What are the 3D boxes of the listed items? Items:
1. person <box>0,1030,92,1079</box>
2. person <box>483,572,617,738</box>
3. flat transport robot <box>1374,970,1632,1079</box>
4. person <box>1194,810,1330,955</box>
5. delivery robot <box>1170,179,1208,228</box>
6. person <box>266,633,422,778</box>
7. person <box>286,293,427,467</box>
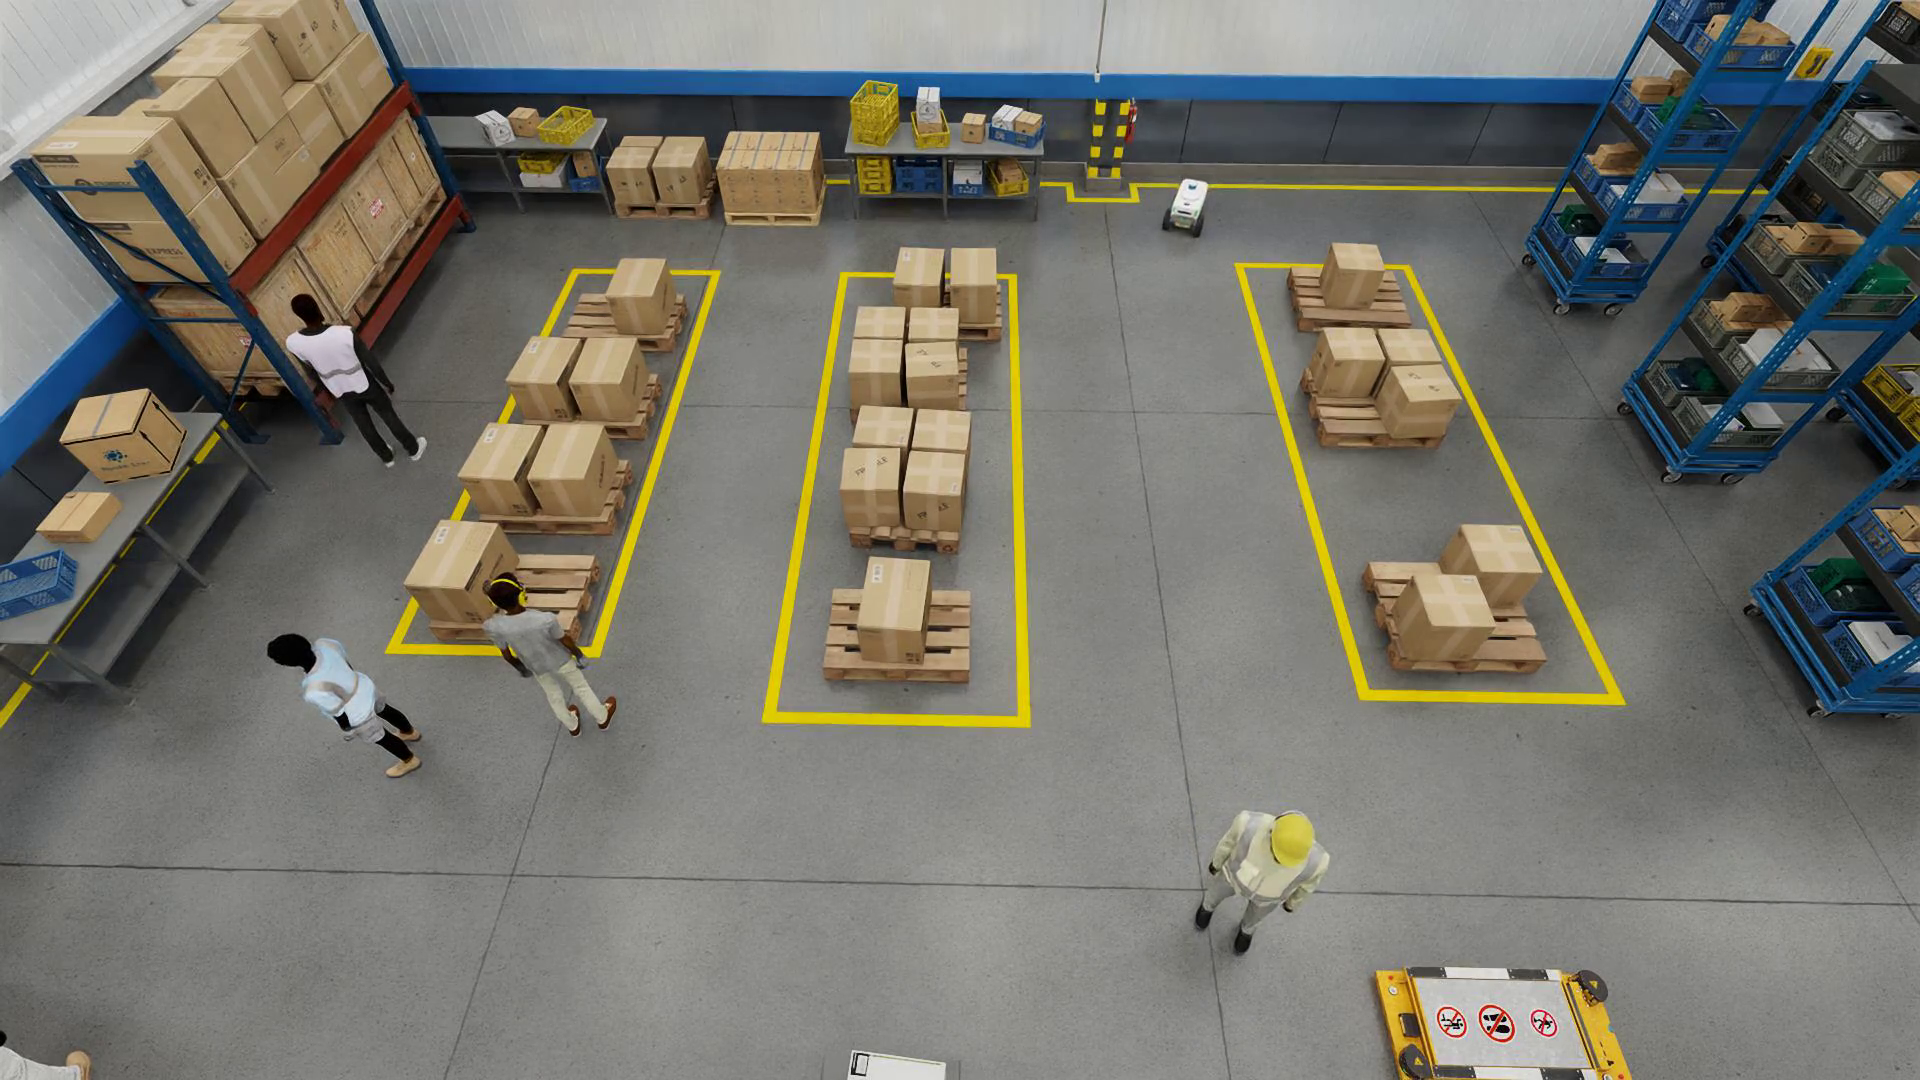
[{"bbox_3d":[-5.704,2.943,5.063,0.429,1.843,0.633,34,59,25],"label":"person"},{"bbox_3d":[-3.021,0.876,6.734,0.516,1.865,0.329,-9,51,-7],"label":"person"},{"bbox_3d":[3.501,3.133,5.914,1.431,0.197,0.652,1,51,1],"label":"flat transport robot"},{"bbox_3d":[1.860,2.122,5.746,0.593,1.823,0.403,25,55,19],"label":"person"},{"bbox_3d":[2.950,-4.363,11.785,0.477,0.478,0.707,16,53,13],"label":"delivery robot"},{"bbox_3d":[-4.372,1.178,6.596,0.320,1.692,0.531,-14,52,-11],"label":"person"},{"bbox_3d":[-5.682,-1.453,8.598,0.597,1.916,0.371,-14,52,-11],"label":"person"}]
